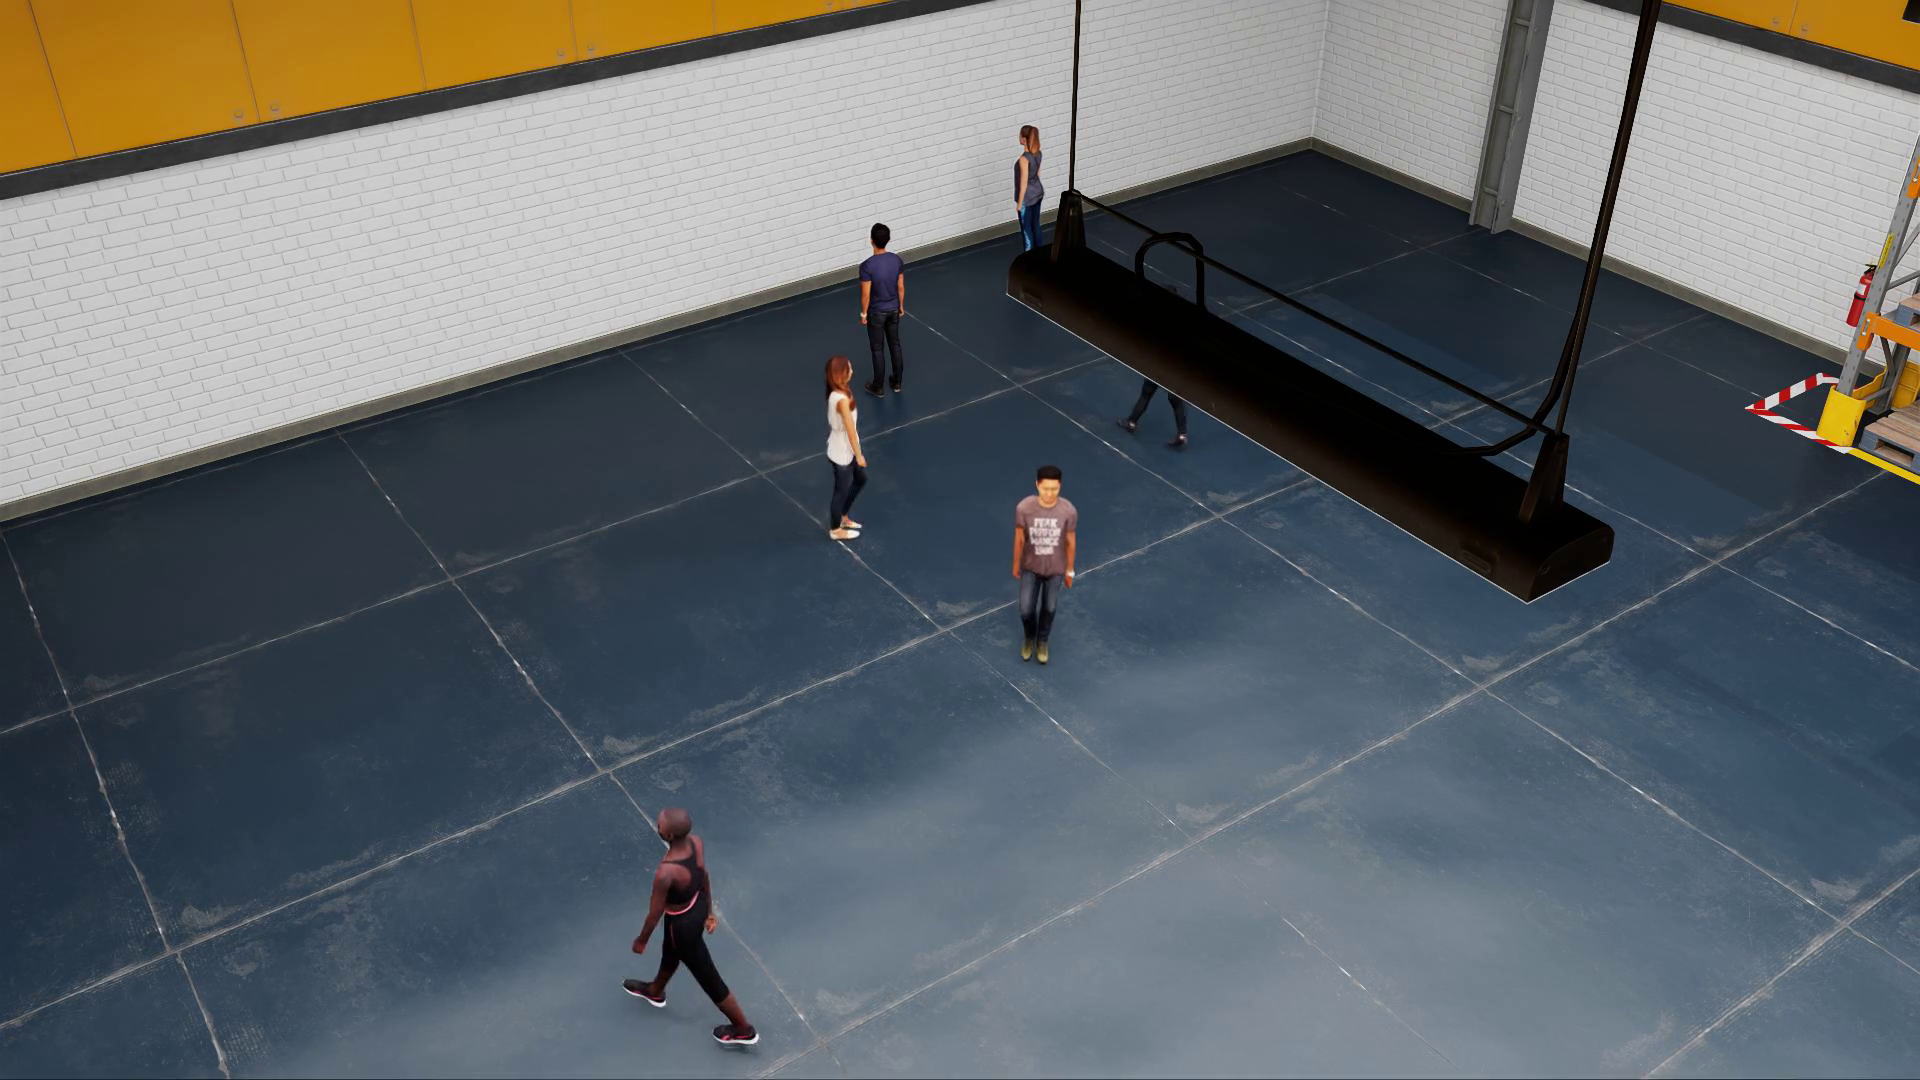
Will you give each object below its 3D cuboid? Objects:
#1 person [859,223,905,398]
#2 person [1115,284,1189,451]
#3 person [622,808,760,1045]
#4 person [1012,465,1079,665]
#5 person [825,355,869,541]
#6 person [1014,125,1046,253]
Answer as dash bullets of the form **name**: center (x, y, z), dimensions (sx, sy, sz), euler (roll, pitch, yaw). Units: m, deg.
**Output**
- **person**: center (-0.755, -2.264, 16.378), dimensions (0.644, 1.793, 0.526), euler (-19, 38, -26)
- **person**: center (2.001, -1.577, 15.497), dimensions (1.077, 1.626, 0.809), euler (22, 39, 29)
- **person**: center (-1.494, 2.281, 9.615), dimensions (1.218, 1.712, 1.061), euler (10, 35, 15)
- **person**: center (0.633, 0.144, 12.776), dimensions (0.746, 1.771, 0.783), euler (1, 34, 2)
- **person**: center (-1.081, -0.743, 14.108), dimensions (0.754, 1.774, 0.662), euler (-4, 34, -6)
- **person**: center (0.786, -3.861, 18.846), dimensions (0.647, 1.722, 0.644), euler (19, 38, 26)
